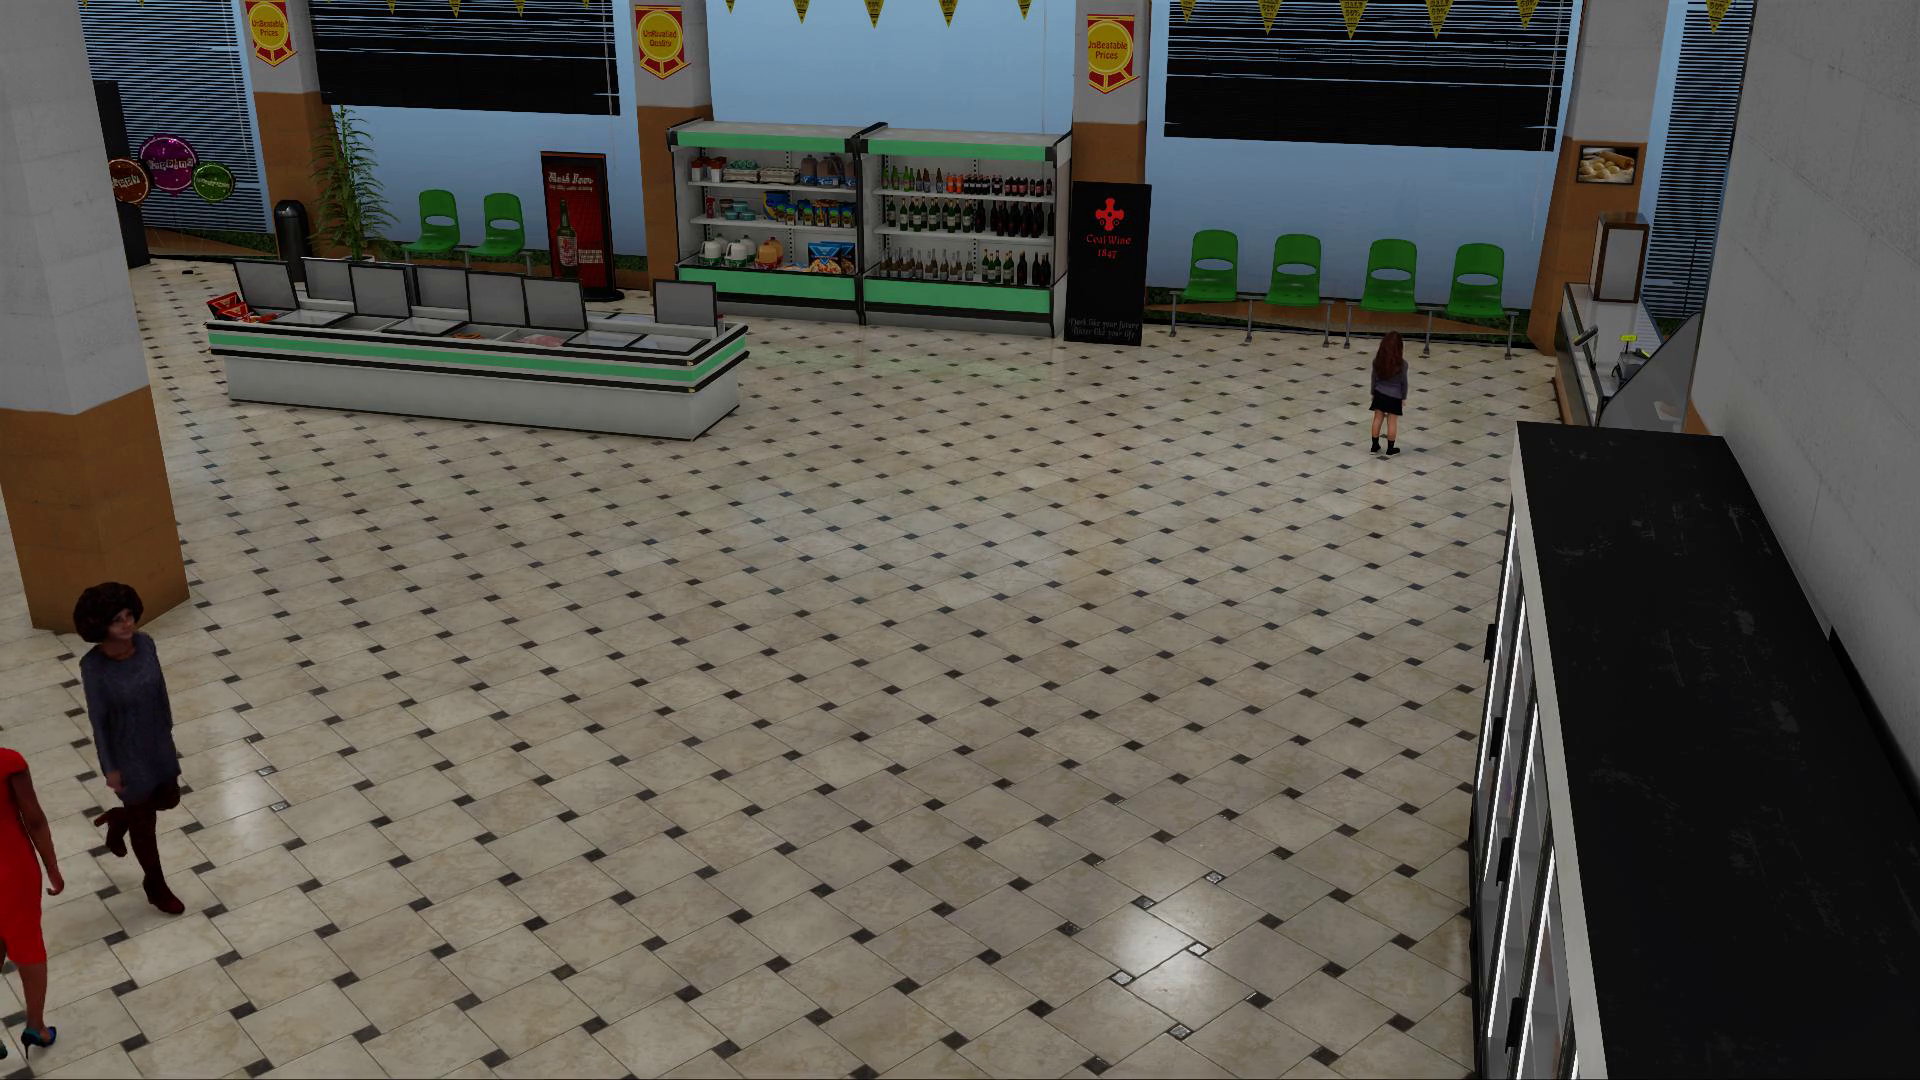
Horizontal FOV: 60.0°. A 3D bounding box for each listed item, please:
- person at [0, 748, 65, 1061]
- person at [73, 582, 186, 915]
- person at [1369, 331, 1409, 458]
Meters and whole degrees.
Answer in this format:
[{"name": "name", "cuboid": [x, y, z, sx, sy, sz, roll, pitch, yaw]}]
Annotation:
[{"name": "person", "cuboid": [-3.970, 1.429, 6.784, 0.773, 1.730, 0.778, -1, 22, -3]}, {"name": "person", "cuboid": [-3.994, 0.988, 7.927, 0.890, 1.696, 0.680, 10, 24, 24]}, {"name": "person", "cuboid": [3.689, -1.269, 14.337, 0.464, 1.105, 0.582, 14, 26, 31]}]
